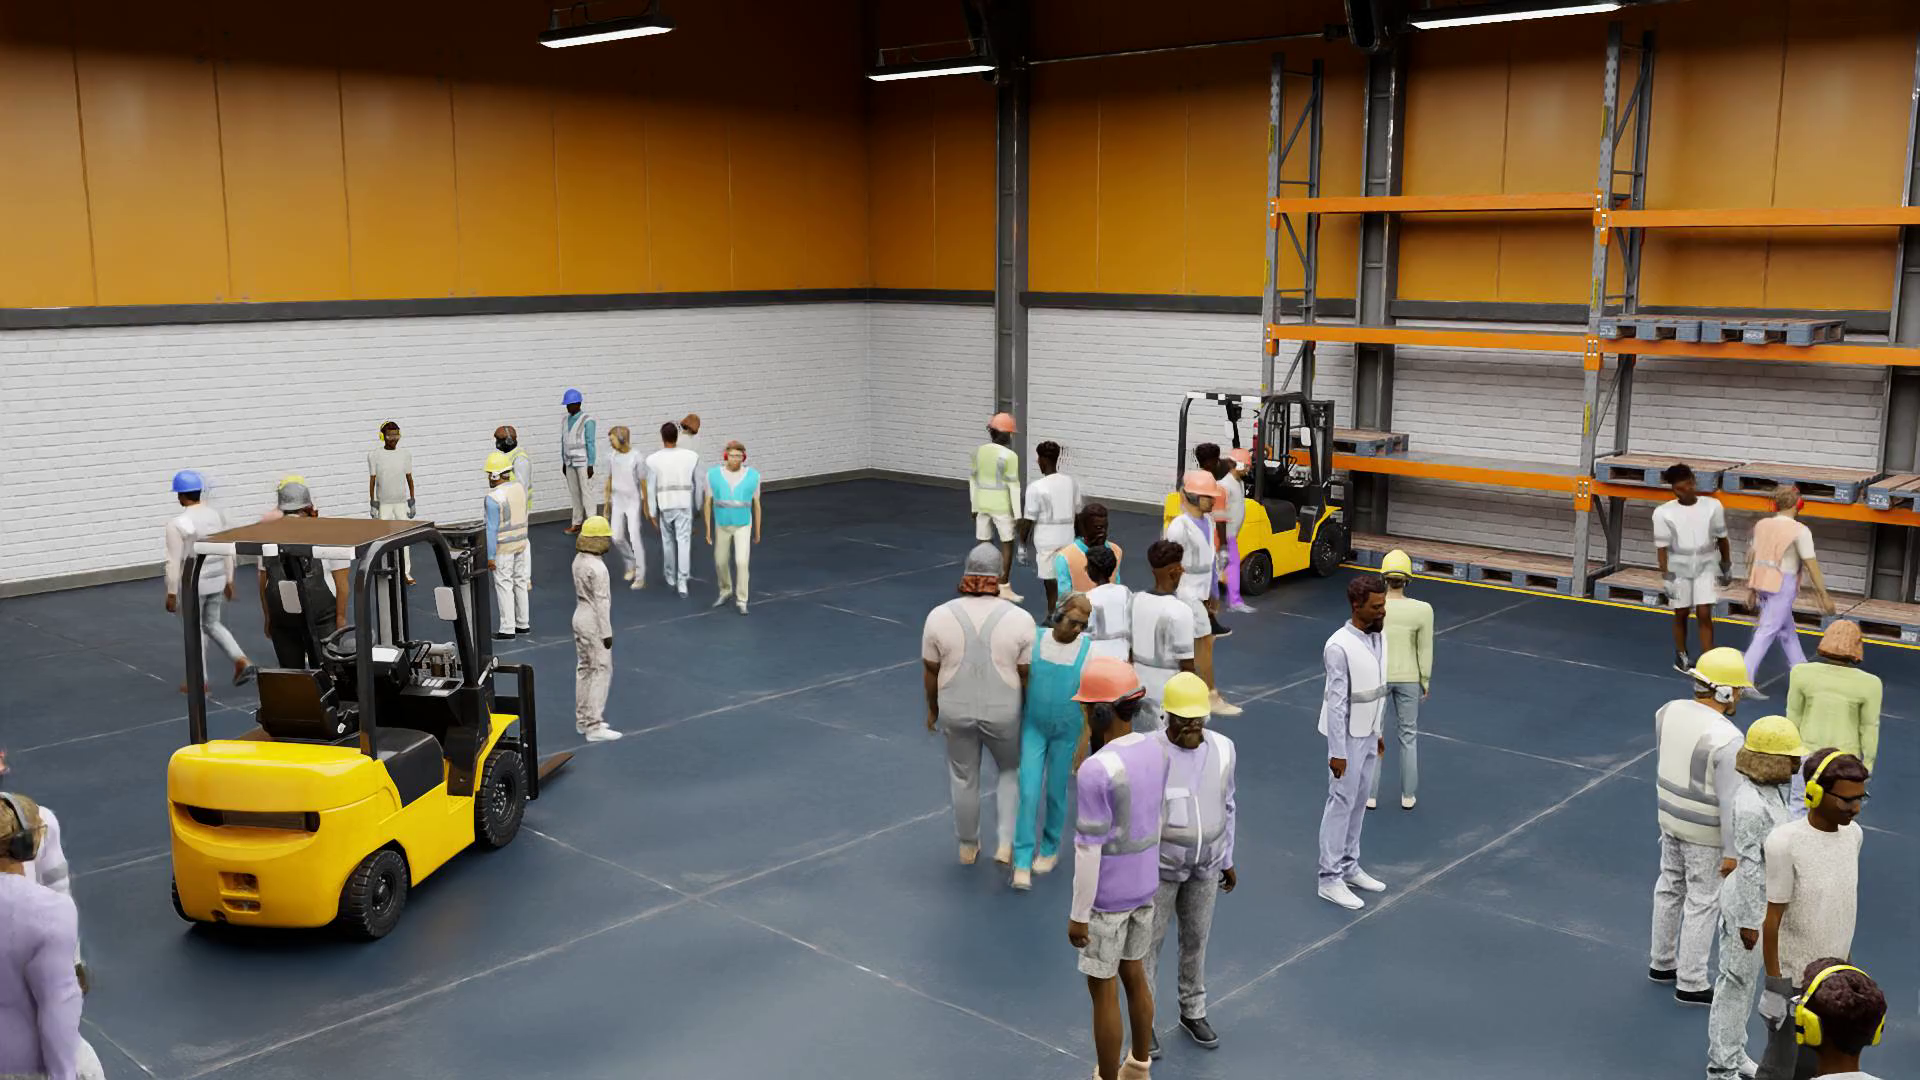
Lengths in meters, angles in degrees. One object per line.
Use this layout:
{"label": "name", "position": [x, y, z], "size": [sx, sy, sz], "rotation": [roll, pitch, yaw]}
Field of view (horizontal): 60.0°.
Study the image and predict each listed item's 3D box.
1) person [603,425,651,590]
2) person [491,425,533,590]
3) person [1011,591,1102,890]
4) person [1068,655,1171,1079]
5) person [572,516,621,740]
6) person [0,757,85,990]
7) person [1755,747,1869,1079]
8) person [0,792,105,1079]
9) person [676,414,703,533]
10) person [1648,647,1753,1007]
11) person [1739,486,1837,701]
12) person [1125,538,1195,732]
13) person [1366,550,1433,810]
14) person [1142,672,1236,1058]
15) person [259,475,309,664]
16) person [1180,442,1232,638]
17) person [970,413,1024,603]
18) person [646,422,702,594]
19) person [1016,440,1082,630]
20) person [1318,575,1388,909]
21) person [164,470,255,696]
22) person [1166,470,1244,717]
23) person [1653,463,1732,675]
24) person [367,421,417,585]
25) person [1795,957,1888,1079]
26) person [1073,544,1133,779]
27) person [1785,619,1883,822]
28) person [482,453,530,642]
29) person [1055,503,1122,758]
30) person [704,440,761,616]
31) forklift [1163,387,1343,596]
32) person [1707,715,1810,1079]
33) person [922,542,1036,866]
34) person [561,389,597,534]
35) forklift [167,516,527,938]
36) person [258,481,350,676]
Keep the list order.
{"label": "person", "position": [-3.682, -0.388, 18.594], "size": [0.544, 1.815, 0.561], "rotation": [5, 11, 27]}
{"label": "person", "position": [-4.947, -0.353, 18.363], "size": [0.429, 1.833, 0.636], "rotation": [-7, 12, -36]}
{"label": "person", "position": [0.532, 1.170, 9.788], "size": [0.599, 1.788, 0.718], "rotation": [2, 10, 13]}
{"label": "person", "position": [0.656, 1.503, 7.229], "size": [0.411, 2.032, 0.611], "rotation": [7, 12, 36]}
{"label": "person", "position": [-2.807, 0.669, 12.816], "size": [0.335, 1.734, 0.489], "rotation": [-7, 12, -34]}
{"label": "person", "position": [-3.913, 1.667, 6.648], "size": [0.964, 1.894, 0.575], "rotation": [7, 12, 34]}
{"label": "person", "position": [3.322, 1.715, 6.489], "size": [0.507, 1.865, 0.329], "rotation": [-5, 11, -28]}
{"label": "person", "position": [-3.352, 1.814, 5.829], "size": [0.642, 1.903, 0.990], "rotation": [3, 10, 16]}
{"label": "person", "position": [-3.646, -0.851, 21.819], "size": [0.377, 1.605, 0.656], "rotation": [7, 12, 36]}
{"label": "person", "position": [3.691, 1.421, 8.291], "size": [0.403, 1.821, 0.602], "rotation": [-2, 10, -12]}
{"label": "person", "position": [6.918, 0.452, 13.881], "size": [0.974, 1.780, 0.680], "rotation": [-1, 10, -8]}
{"label": "person", "position": [1.236, 0.955, 10.603], "size": [0.709, 1.937, 0.623], "rotation": [-5, 11, -26]}
{"label": "person", "position": [2.892, 0.941, 11.169], "size": [0.533, 1.767, 0.312], "rotation": [1, 10, 3]}
{"label": "person", "position": [1.033, 1.502, 7.783], "size": [0.593, 1.832, 0.403], "rotation": [-3, 10, -17]}
{"label": "person", "position": [-5.947, 0.295, 14.925], "size": [0.570, 1.735, 0.623], "rotation": [-10, 14, -43]}
{"label": "person", "position": [2.294, 0.029, 15.847], "size": [0.804, 1.943, 0.613], "rotation": [-5, 11, -27]}
{"label": "person", "position": [0.405, -0.338, 17.751], "size": [0.691, 2.027, 0.451], "rotation": [7, 12, 36]}
{"label": "person", "position": [-3.143, -0.357, 18.310], "size": [0.593, 1.870, 1.015], "rotation": [-1, 10, -8]}
{"label": "person", "position": [0.813, 0.009, 15.953], "size": [0.652, 1.939, 0.721], "rotation": [-7, 12, -36]}
{"label": "person", "position": [2.273, 1.138, 9.612], "size": [0.375, 1.917, 0.597], "rotation": [7, 12, 36]}
{"label": "person", "position": [-6.335, 0.374, 13.926], "size": [0.551, 1.927, 0.624], "rotation": [4, 11, 19]}
{"label": "person", "position": [1.831, 0.409, 13.569], "size": [1.029, 2.003, 0.617], "rotation": [7, 12, 34]}
{"label": "person", "position": [6.388, 0.284, 14.512], "size": [0.697, 1.909, 0.709], "rotation": [3, 10, 16]}
{"label": "person", "position": [-6.330, -0.402, 18.561], "size": [0.509, 1.860, 0.334], "rotation": [-7, 12, -33]}
{"label": "person", "position": [2.346, 2.055, 4.567], "size": [0.510, 1.861, 0.324], "rotation": [-2, 10, -11]}
{"label": "person", "position": [1.014, 0.874, 11.776], "size": [0.538, 1.692, 0.319], "rotation": [-9, 13, -41]}
{"label": "person", "position": [5.079, 1.265, 9.730], "size": [0.496, 1.623, 0.298], "rotation": [7, 12, 34]}
{"label": "person", "position": [-4.378, 0.067, 16.000], "size": [0.404, 1.824, 0.585], "rotation": [4, 11, 21]}
{"label": "person", "position": [0.948, 0.660, 12.385], "size": [0.586, 1.910, 0.395], "rotation": [-7, 12, -36]}
{"label": "person", "position": [-2.350, -0.149, 17.247], "size": [0.586, 1.820, 0.659], "rotation": [-1, 10, -6]}
{"label": "forklift", "position": [3.298, -0.608, 18.767], "size": [1.214, 2.155, 2.313], "rotation": [9, 13, 42]}
{"label": "person", "position": [3.533, 1.621, 7.357], "size": [0.297, 1.745, 0.484], "rotation": [7, 12, 34]}
{"label": "person", "position": [0.132, 1.000, 10.051], "size": [0.706, 2.000, 0.538], "rotation": [1, 10, 7]}
{"label": "person", "position": [-5.019, -1.016, 21.822], "size": [0.610, 1.938, 0.412], "rotation": [8, 13, 37]}
{"label": "forklift", "position": [-3.583, 0.976, 9.748], "size": [1.214, 2.155, 2.313], "rotation": [2, 10, 11]}
{"label": "person", "position": [-4.996, 0.547, 12.629], "size": [0.686, 2.000, 0.535], "rotation": [0, 10, -1]}
